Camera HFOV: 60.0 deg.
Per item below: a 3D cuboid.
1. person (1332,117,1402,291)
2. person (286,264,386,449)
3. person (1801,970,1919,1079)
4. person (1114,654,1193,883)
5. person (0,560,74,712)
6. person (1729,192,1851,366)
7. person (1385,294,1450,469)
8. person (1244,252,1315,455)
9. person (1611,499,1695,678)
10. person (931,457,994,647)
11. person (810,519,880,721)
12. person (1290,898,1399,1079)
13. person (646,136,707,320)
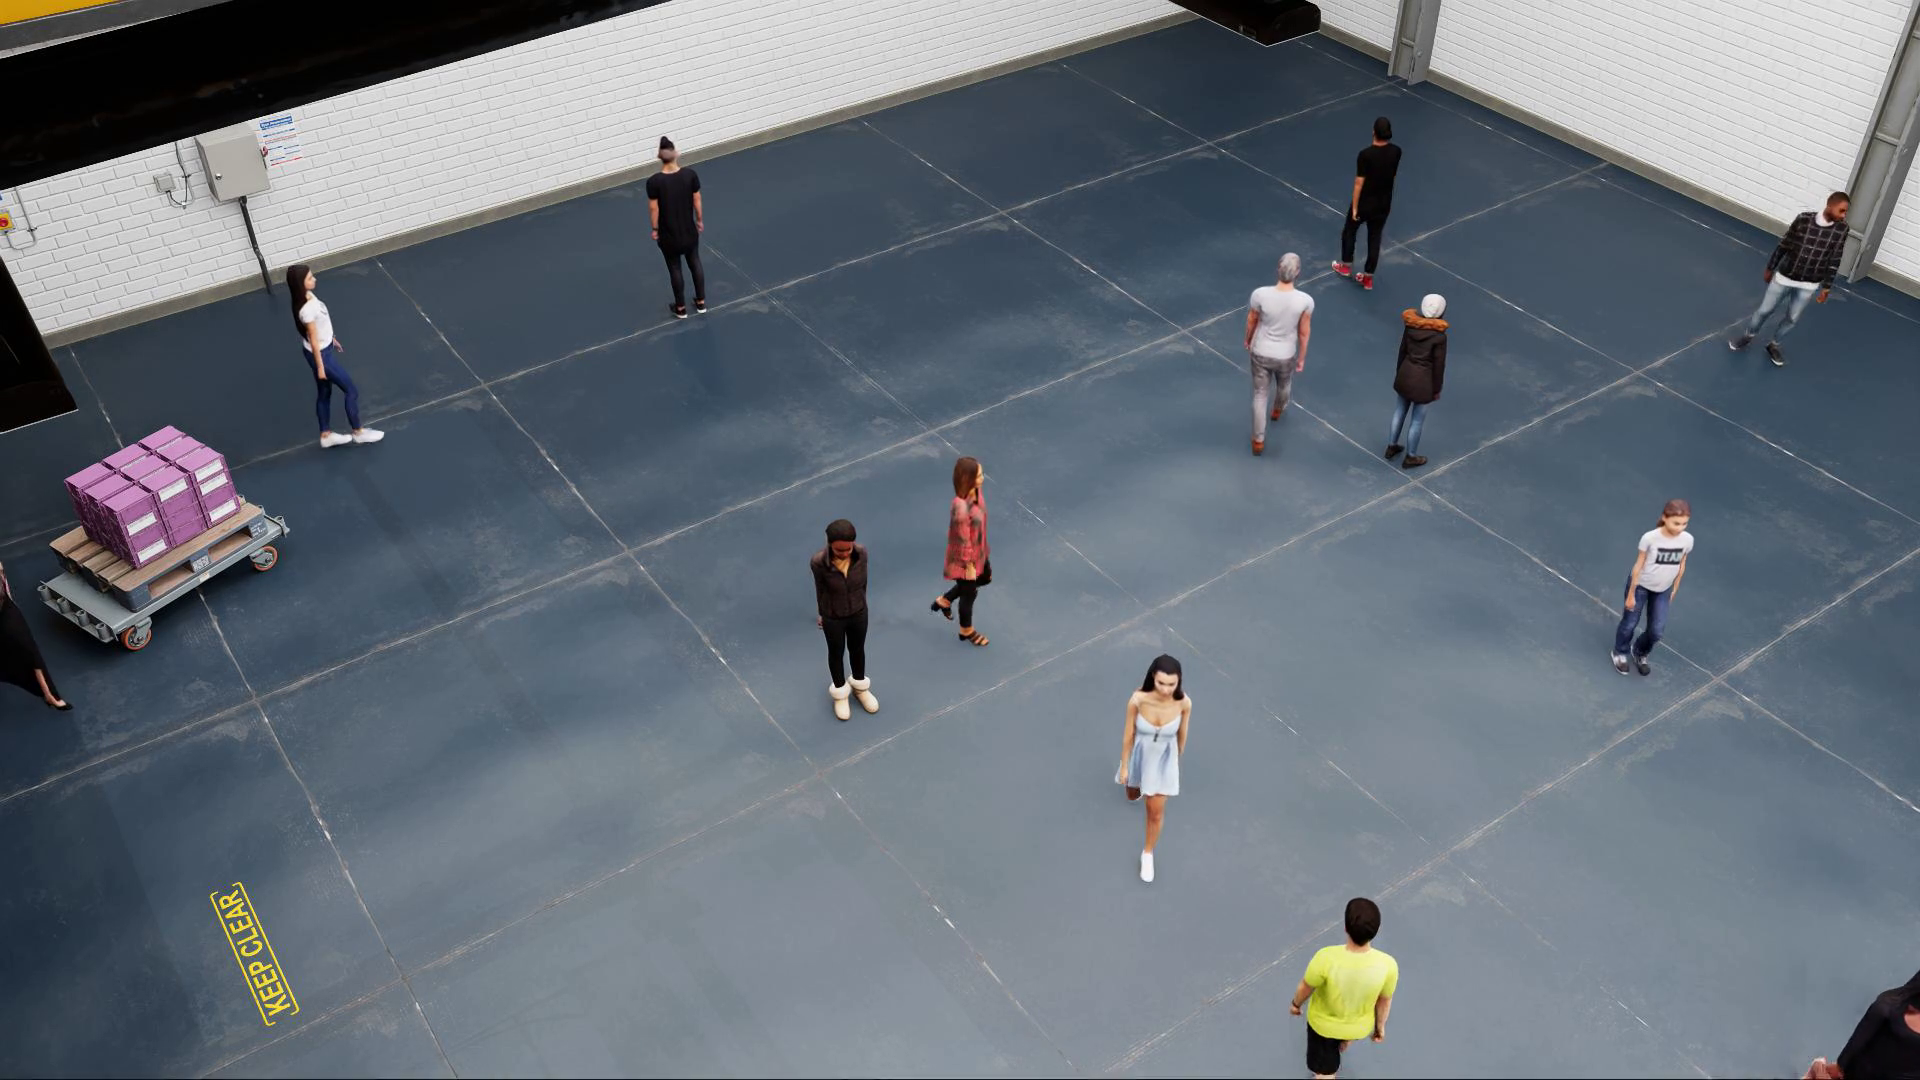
[{"bbox_3d":[4.071,-3.264,16.323,0.786,1.740,0.893,-7,39,-8],"label":"person"},{"bbox_3d":[-5.519,-1.525,14.131,0.712,1.758,0.735,-17,42,-21],"label":"person"},{"bbox_3d":[4.867,2.747,8.826,0.983,1.702,1.037,9,39,11],"label":"person"},{"bbox_3d":[1.211,1.338,10.587,0.971,1.707,1.101,1,39,1],"label":"person"},{"bbox_3d":[-6.861,0.545,11.702,1.132,1.554,0.897,20,43,23],"label":"person"},{"bbox_3d":[7.656,-2.433,15.250,0.845,1.780,0.983,25,45,28],"label":"person"},{"bbox_3d":[3.859,-1.354,14.017,0.673,1.633,0.518,-25,45,-28],"label":"person"},{"bbox_3d":[2.652,-1.532,14.108,1.080,1.797,1.139,6,39,8],"label":"person"},{"bbox_3d":[4.967,0.288,12.029,0.657,1.547,0.716,4,39,5],"label":"person"},{"bbox_3d":[-0.019,0.088,12.163,0.855,1.693,0.794,10,40,12],"label":"person"},{"bbox_3d":[-0.818,0.501,11.672,0.653,1.660,0.604,-23,44,-26],"label":"person"},{"bbox_3d":[2.073,2.642,8.988,1.054,1.665,1.200,1,39,1],"label":"person"},{"bbox_3d":[-2.692,-3.000,15.887,0.714,1.872,0.626,-17,42,-20],"label":"person"}]
